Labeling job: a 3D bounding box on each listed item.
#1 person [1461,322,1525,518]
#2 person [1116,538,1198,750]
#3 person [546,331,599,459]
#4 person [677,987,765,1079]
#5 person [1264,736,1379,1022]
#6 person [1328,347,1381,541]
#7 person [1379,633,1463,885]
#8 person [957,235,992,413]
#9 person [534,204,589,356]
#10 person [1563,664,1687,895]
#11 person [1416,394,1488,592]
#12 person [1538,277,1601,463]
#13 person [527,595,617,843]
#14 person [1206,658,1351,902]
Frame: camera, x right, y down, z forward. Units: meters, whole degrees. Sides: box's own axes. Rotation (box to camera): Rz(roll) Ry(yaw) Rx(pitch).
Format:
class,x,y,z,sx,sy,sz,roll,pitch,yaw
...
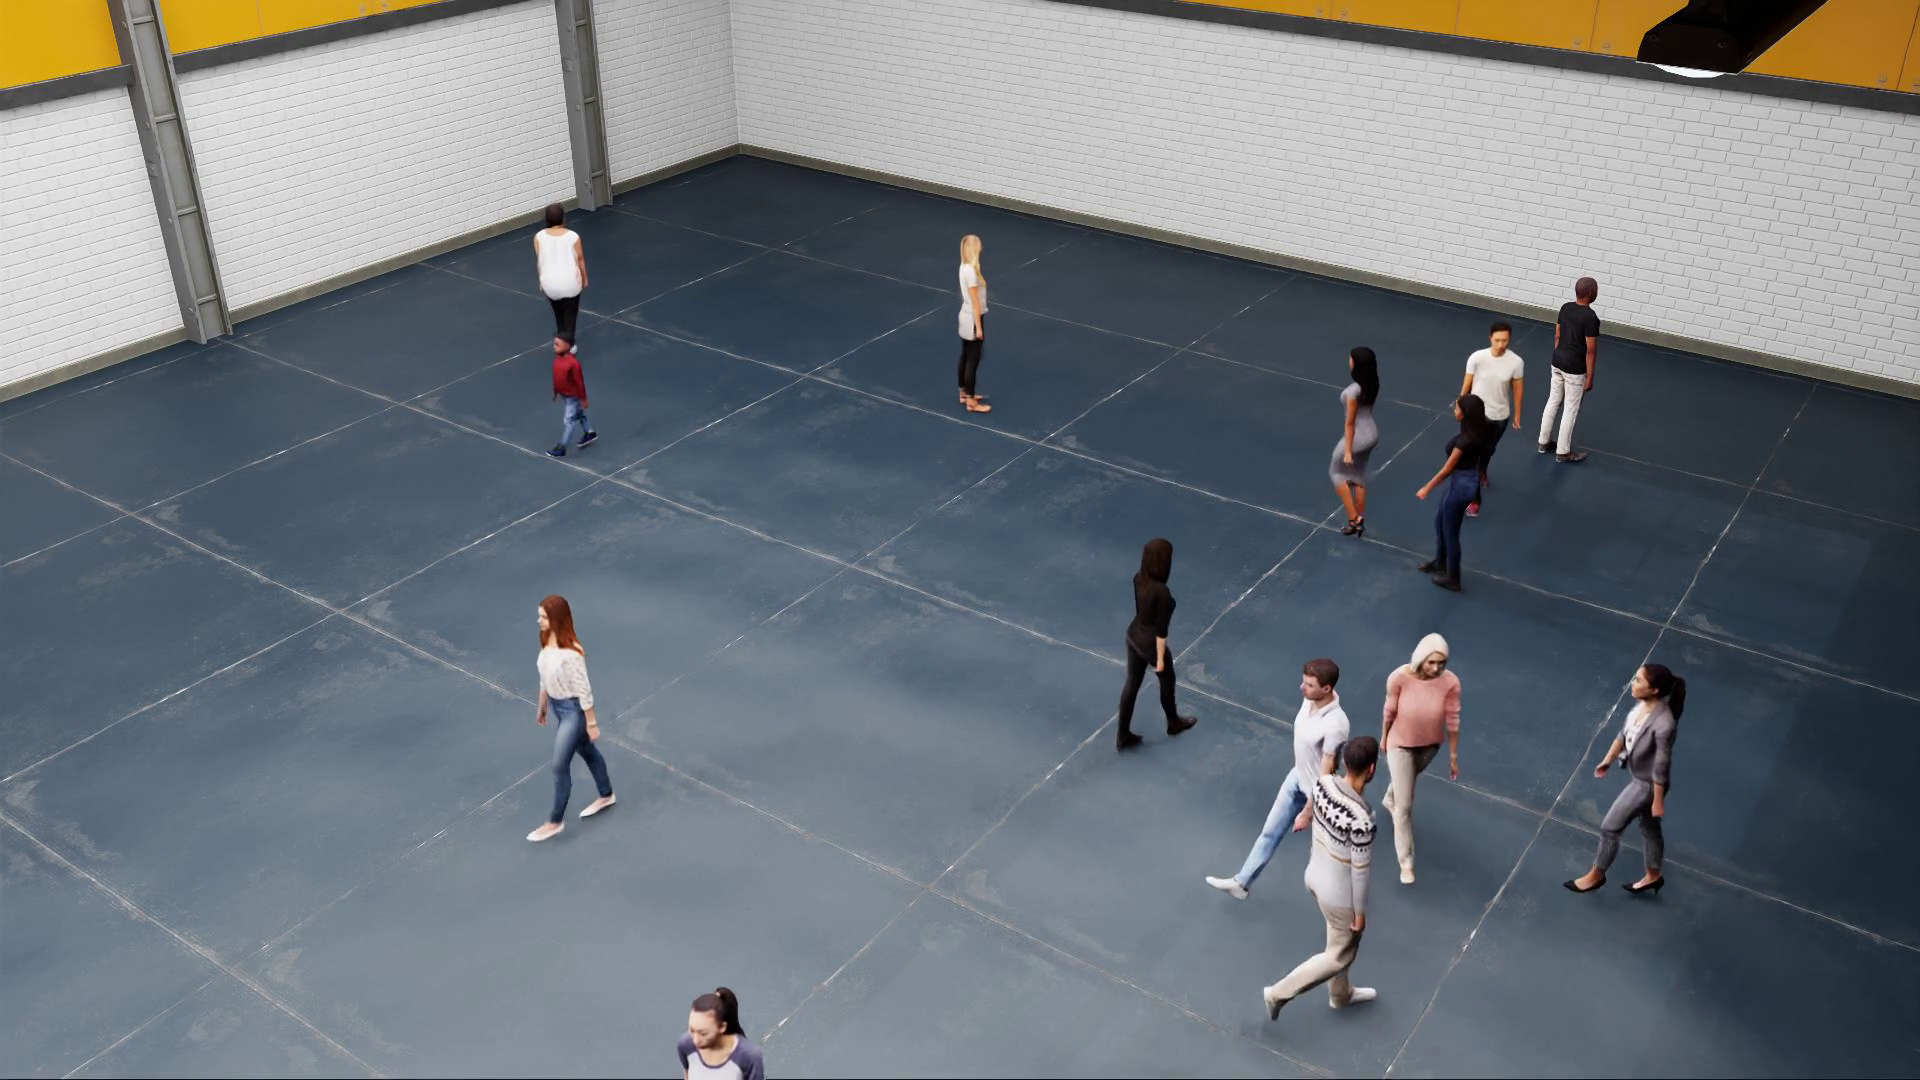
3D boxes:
class,x,y,z,sx,sy,sz,roll,pitch,yaw
person,4.755,-1.164,14.973,1.018,1.754,1.282,4,29,7
person,1.246,0.758,11.580,0.975,1.628,0.785,-17,33,-28
person,-3.700,-1.432,16.010,0.597,1.230,0.887,25,37,38
person,-1.064,2.762,7.915,0.811,1.621,1.074,8,30,14
person,2.011,1.941,9.210,1.167,1.820,1.079,-6,29,-11
person,3.498,-0.780,14.259,0.637,1.764,0.710,-22,36,-35
person,2.882,1.264,10.617,1.036,1.662,1.223,-1,29,-1
person,0.095,-2.195,16.787,0.724,1.827,0.685,-8,30,-14
person,-4.343,-2.792,18.048,0.872,1.666,0.955,1,29,2
person,4.287,1.510,10.183,0.864,1.646,0.884,5,29,9
person,4.122,-0.338,13.491,0.641,1.723,0.621,21,35,34
person,5.793,-1.629,15.771,0.777,1.805,0.761,-12,31,-21
person,-2.472,1.098,10.874,0.995,1.708,0.784,-20,34,-32
person,2.241,1.507,10.033,1.273,1.795,1.191,-5,29,-10
